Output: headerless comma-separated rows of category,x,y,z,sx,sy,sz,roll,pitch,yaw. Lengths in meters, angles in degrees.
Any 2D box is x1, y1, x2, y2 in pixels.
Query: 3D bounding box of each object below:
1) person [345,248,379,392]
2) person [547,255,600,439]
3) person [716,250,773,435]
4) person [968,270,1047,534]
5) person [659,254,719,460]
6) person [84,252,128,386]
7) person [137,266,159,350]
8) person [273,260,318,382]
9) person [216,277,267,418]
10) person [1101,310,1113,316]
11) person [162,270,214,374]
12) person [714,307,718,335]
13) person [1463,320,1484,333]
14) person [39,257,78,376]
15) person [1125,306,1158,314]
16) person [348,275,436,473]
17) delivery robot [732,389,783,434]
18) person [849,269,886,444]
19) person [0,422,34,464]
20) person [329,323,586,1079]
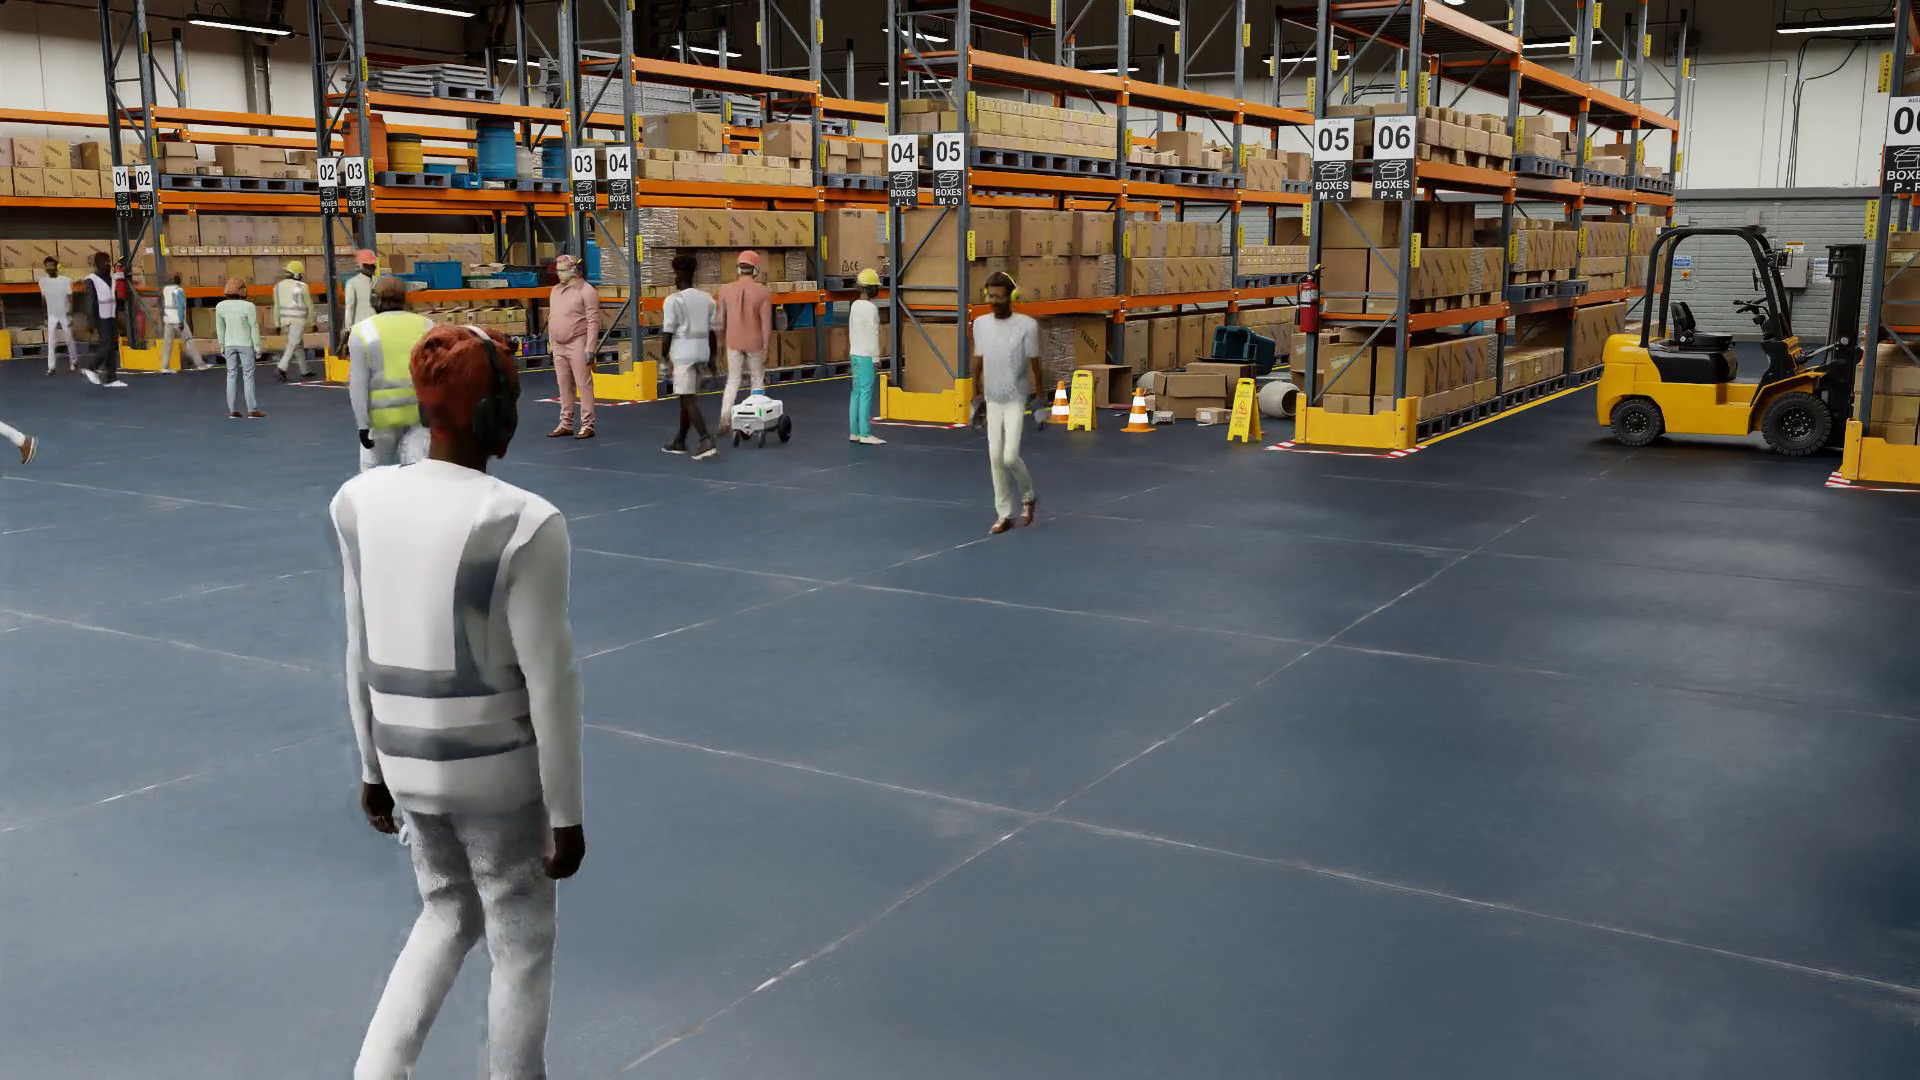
person,-7.605,-2.732,21.229,0.856,1.963,0.611,5,11,25
person,-4.044,-1.999,17.281,0.639,1.902,0.407,6,12,31
person,-2.279,-2.047,17.416,0.627,1.964,0.781,2,10,11
person,0.322,-0.945,11.563,0.515,1.843,0.442,6,12,29
person,-2.569,-1.732,15.722,0.904,1.931,0.623,7,13,36
person,-12.048,-3.098,23.429,0.457,1.904,0.607,1,10,3
person,-13.926,-3.956,28.744,0.537,1.718,0.906,7,12,35
person,-9.841,-3.219,24.472,0.581,1.786,0.940,4,11,21
person,-8.340,-2.221,19.270,0.507,1.633,0.277,1,10,7
person,2.860,-4.456,31.009,0.649,1.903,0.886,6,12,30
person,-12.117,-3.390,25.892,0.531,1.599,0.826,6,12,32
person,-3.958,-3.464,26.154,0.528,1.664,0.838,5,11,25
person,8.991,-4.053,29.061,0.573,1.798,0.902,2,10,14
person,-13.918,-3.456,25.688,0.510,1.829,0.962,-2,10,-12
person,3.204,-4.209,29.282,0.627,2.030,0.536,4,11,23
person,-3.638,-0.784,10.692,0.629,1.818,0.633,-8,13,-36
delivery robot,-2.042,-1.283,16.776,0.477,0.478,0.707,2,10,12
person,-0.938,-1.851,16.831,0.326,1.767,0.533,-5,11,-27
person,-8.668,-1.409,14.770,0.627,1.610,0.511,-5,11,-25
person,-1.035,0.494,3.405,0.593,1.865,0.548,5,11,25
